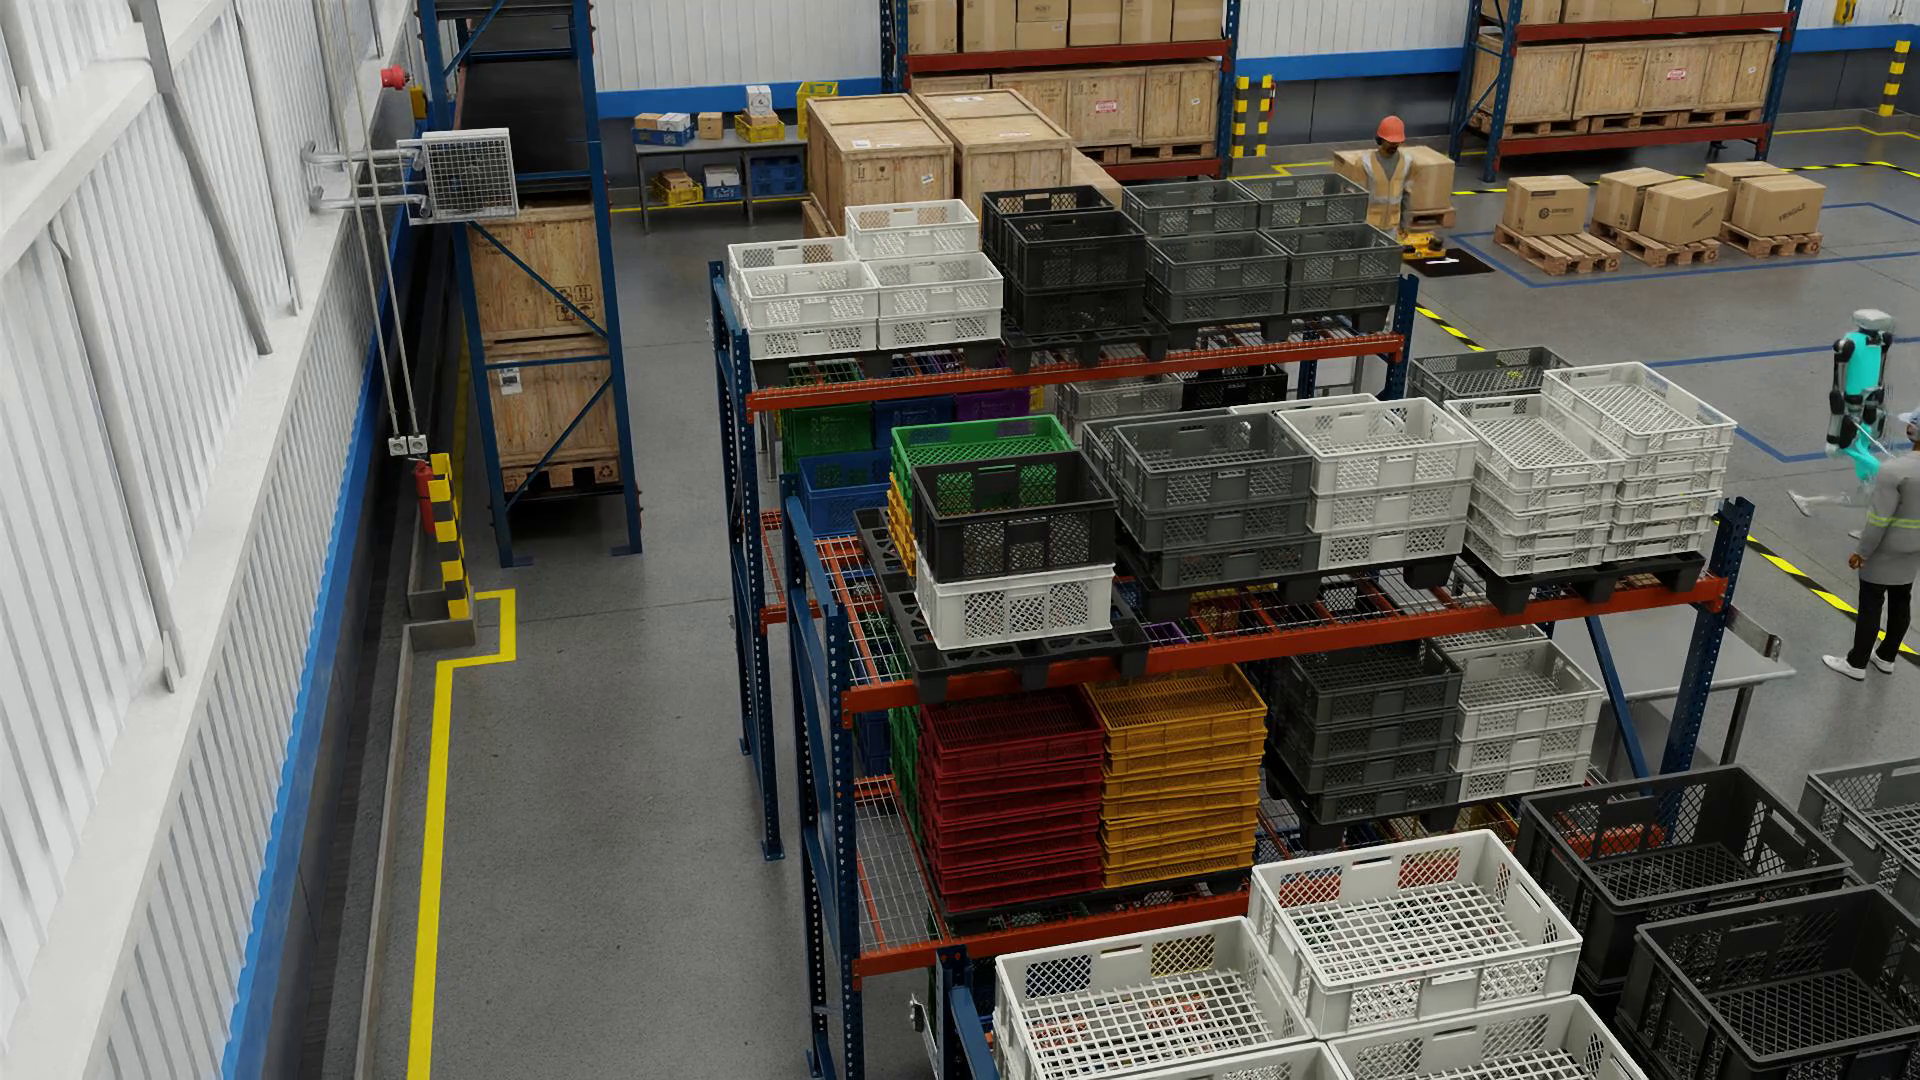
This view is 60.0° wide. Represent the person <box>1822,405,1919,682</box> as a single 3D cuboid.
[{"bbox_3d":[5.795,0.006,10.337,0.596,1.850,0.396,-8,29,-15],"label":"person"}]

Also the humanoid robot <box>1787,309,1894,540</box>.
[{"bbox_3d":[6.519,-0.741,11.878,0.552,1.720,1.043,-14,31,-25],"label":"humanoid robot"}]

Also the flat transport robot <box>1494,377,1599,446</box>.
[{"bbox_3d":[4.780,-1.036,14.013,0.659,0.231,1.431,-6,28,-12],"label":"flat transport robot"}]

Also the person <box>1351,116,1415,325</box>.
[{"bbox_3d":[4.015,-3.035,15.907,0.614,2.039,0.388,-5,28,-10],"label":"person"}]

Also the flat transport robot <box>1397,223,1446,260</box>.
[{"bbox_3d":[4.786,-3.438,18.540,0.652,0.197,1.431,-6,28,-12],"label":"flat transport robot"}]
